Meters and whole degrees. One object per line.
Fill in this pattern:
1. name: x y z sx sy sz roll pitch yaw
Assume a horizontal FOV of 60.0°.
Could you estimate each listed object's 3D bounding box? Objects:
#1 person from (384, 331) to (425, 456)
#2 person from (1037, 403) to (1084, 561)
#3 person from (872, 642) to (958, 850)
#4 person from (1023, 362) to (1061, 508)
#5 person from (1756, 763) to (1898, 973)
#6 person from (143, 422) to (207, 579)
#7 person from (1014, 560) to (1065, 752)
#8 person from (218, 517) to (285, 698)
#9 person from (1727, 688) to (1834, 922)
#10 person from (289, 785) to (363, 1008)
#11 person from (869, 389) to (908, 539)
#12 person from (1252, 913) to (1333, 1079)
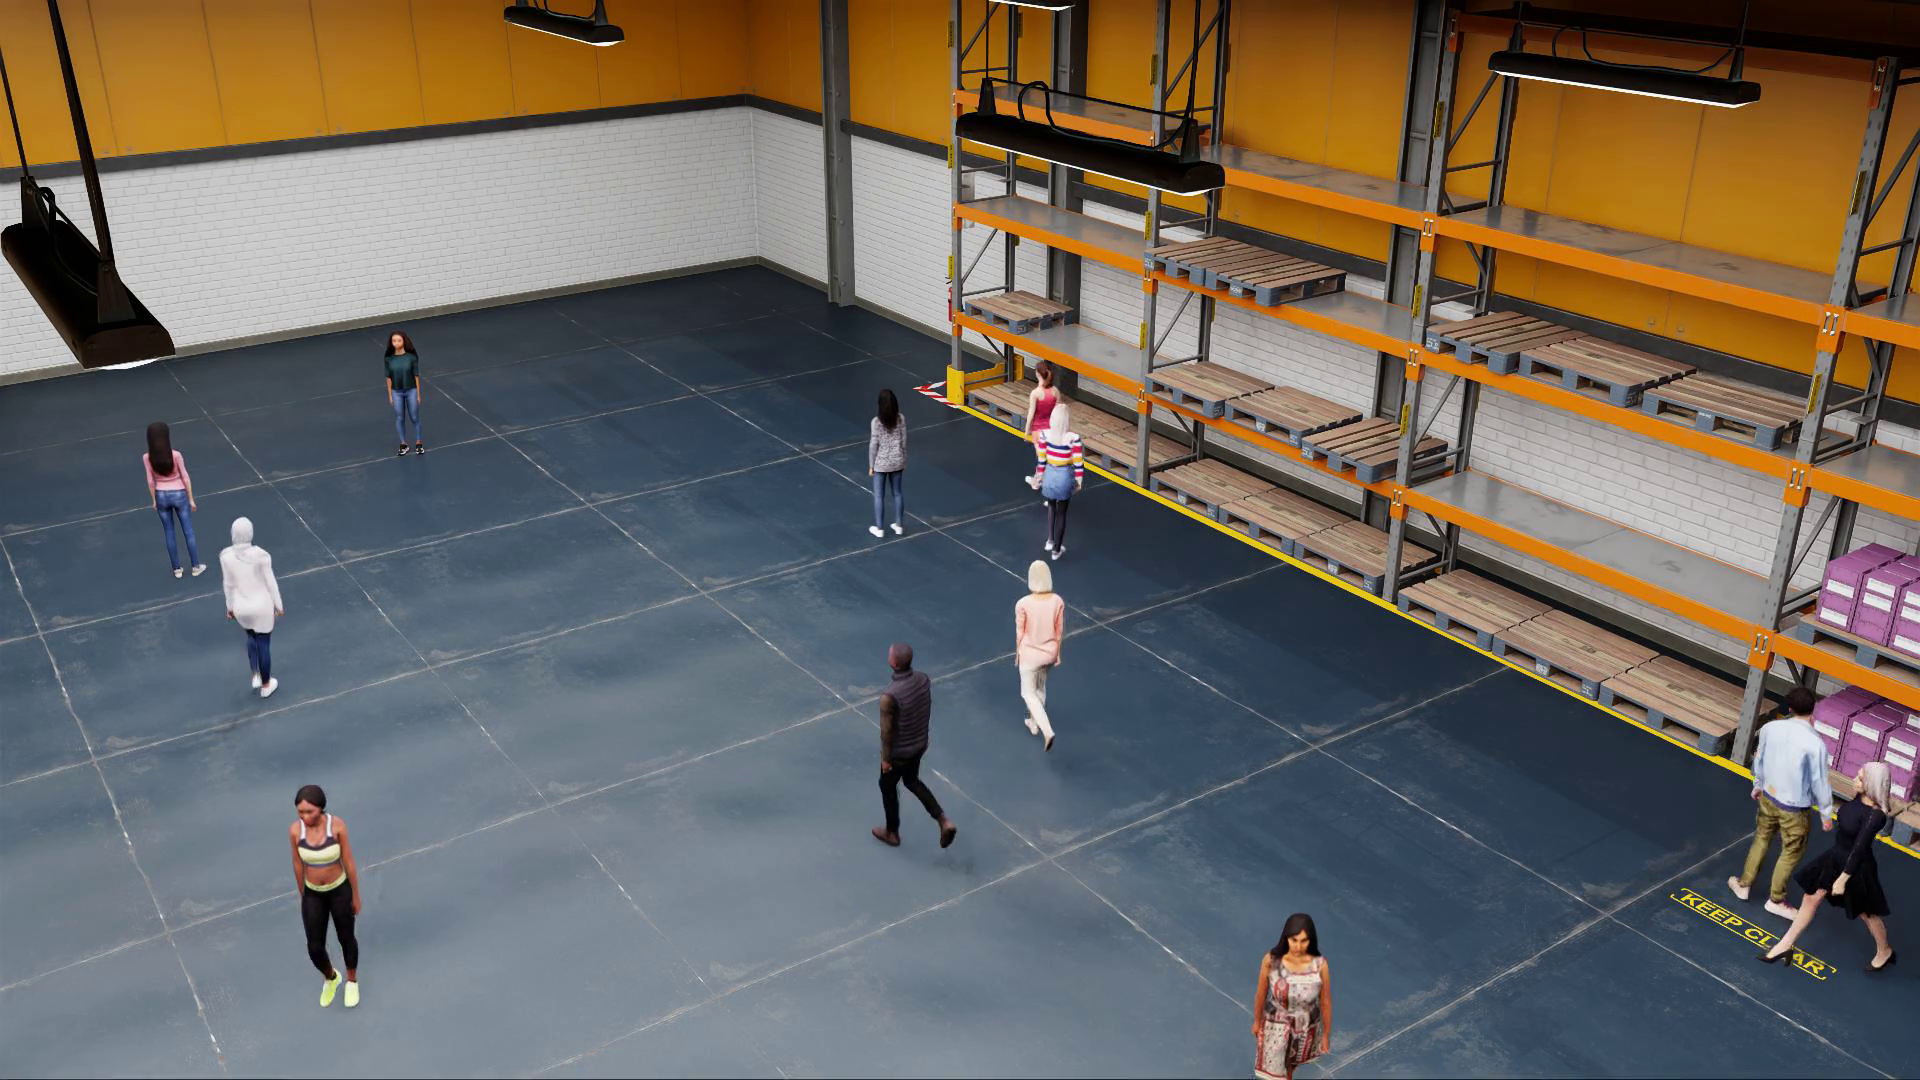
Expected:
1. person: -7.130 -1.896 21.350 0.695 1.616 0.721 -4 24 -9
2. person: 1.045 -0.614 18.190 0.751 1.798 0.841 9 25 20
3. person: -0.375 1.653 12.977 1.115 1.818 0.894 17 29 34
4. person: 1.034 -1.206 19.667 0.671 1.699 1.193 -12 26 -25
5. person: 6.280 2.339 11.564 1.163 1.693 1.094 5 24 11
6. person: -8.467 -0.438 17.858 0.644 1.741 0.633 -5 24 -11
7. person: 0.709 1.038 14.529 0.732 1.703 1.011 -9 25 -20
8. person: -6.537 0.663 15.305 0.756 1.769 0.792 0 24 0
9. person: 6.122 1.954 12.314 0.900 1.799 0.685 -2 24 -4
10. person: -4.301 2.386 11.395 0.659 1.743 0.688 -5 24 -11
11. person: -0.815 -0.875 18.869 0.639 1.732 0.571 -12 26 -25
12. person: 2.044 2.963 10.257 1.054 1.597 1.172 2 24 5
